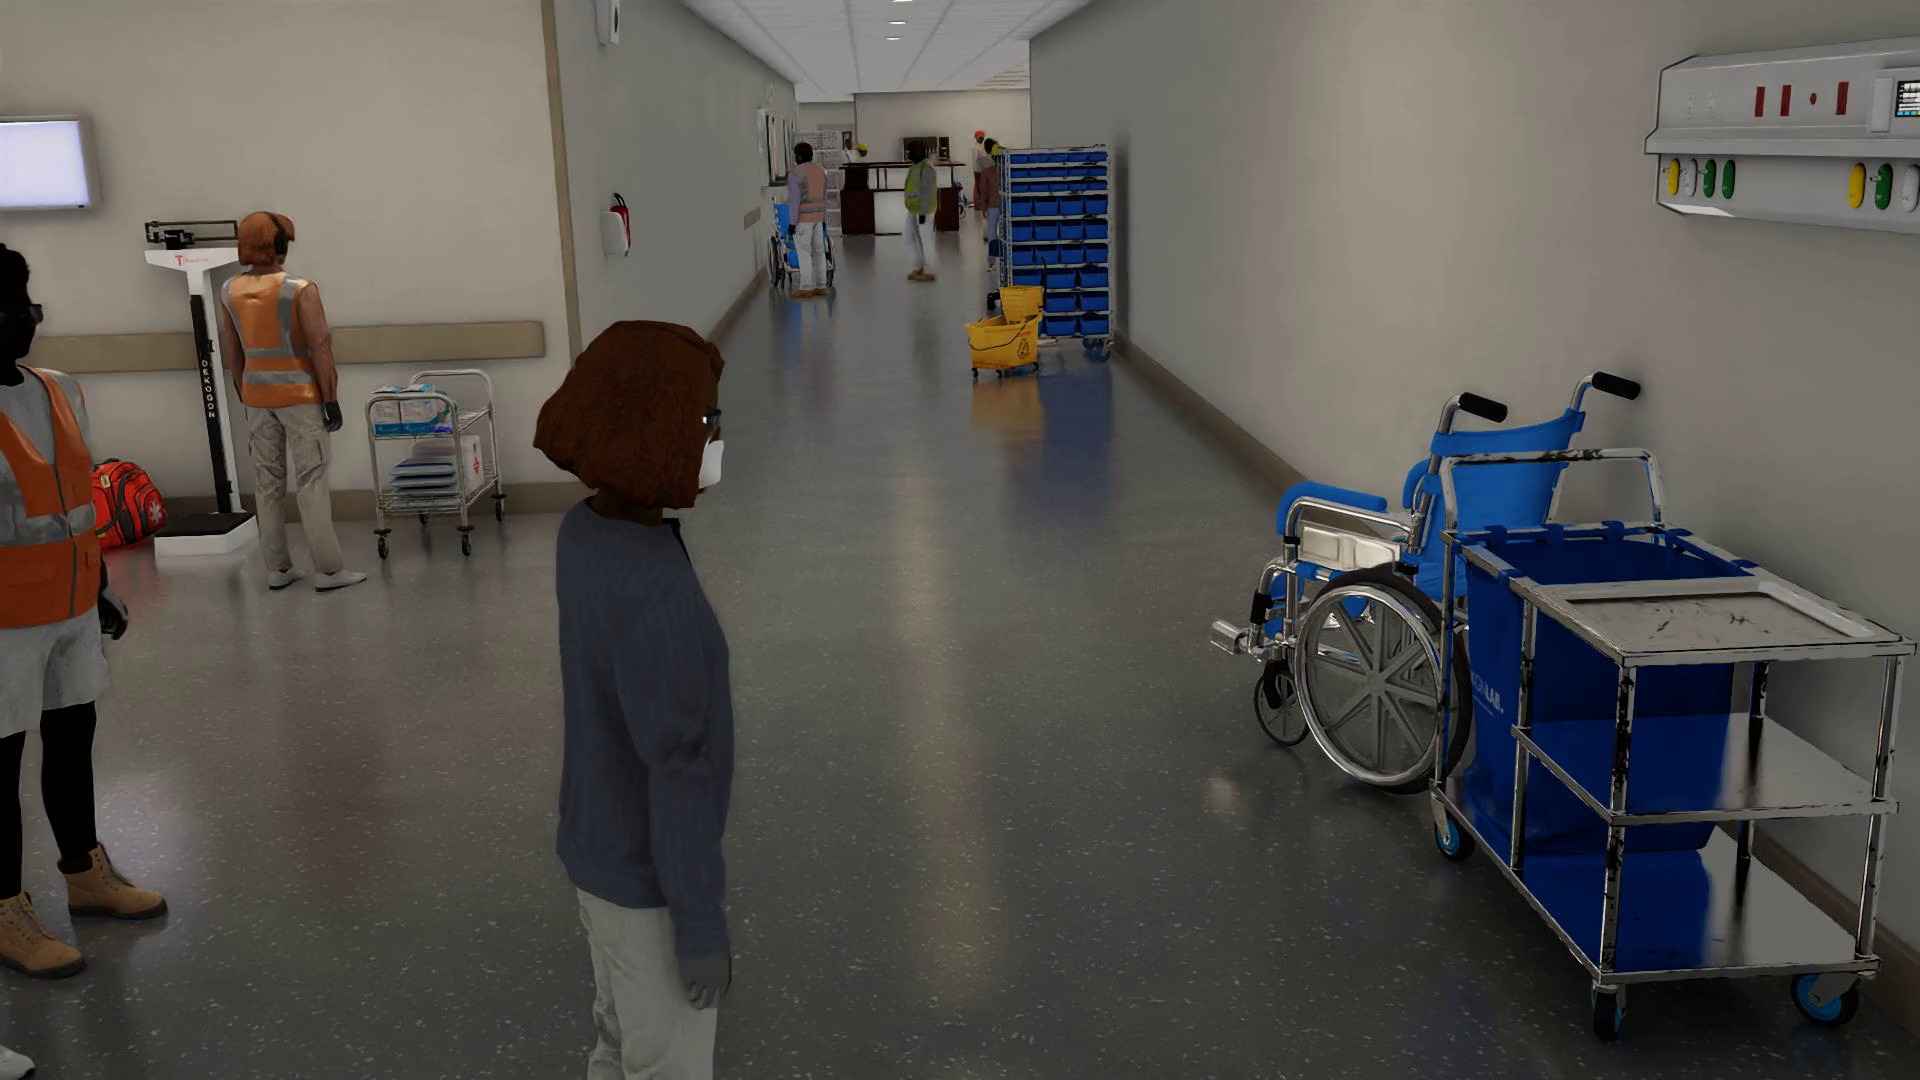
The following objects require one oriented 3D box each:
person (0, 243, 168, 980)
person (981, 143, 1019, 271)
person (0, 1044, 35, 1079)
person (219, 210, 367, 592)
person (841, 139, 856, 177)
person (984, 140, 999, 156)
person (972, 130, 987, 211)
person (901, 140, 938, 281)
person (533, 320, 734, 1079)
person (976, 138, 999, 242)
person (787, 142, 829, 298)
[{"bbox_3d":[-2.184,0.161,3.897,0.322,1.697,0.530,2,14,14],"label":"person"},{"bbox_3d":[0.555,-4.592,22.990,0.521,1.758,0.348,0,14,7],"label":"person"},{"bbox_3d":[-2.307,0.341,3.319,0.652,1.616,0.524,5,15,25],"label":"person"},{"bbox_3d":[-2.895,-0.582,7.155,0.513,1.640,0.307,3,14,17],"label":"person"},{"bbox_3d":[-3.196,-10.757,48.534,0.348,1.869,0.645,9,17,38],"label":"person"},{"bbox_3d":[0.799,-8.443,38.806,0.564,1.743,0.352,-13,17,-38],"label":"person"},{"bbox_3d":[0.502,-9.234,41.569,0.386,1.992,0.625,3,14,17],"label":"person"},{"bbox_3d":[-0.558,-4.294,21.743,0.536,1.825,0.657,-7,15,-20],"label":"person"},{"bbox_3d":[-0.440,0.493,2.459,0.289,1.633,0.501,-7,15,-23],"label":"person"},{"bbox_3d":[0.548,-6.054,28.916,0.549,1.810,0.992,-2,14,-2],"label":"person"},{"bbox_3d":[-1.845,-3.835,19.983,0.429,1.841,0.634,9,17,37],"label":"person"}]
